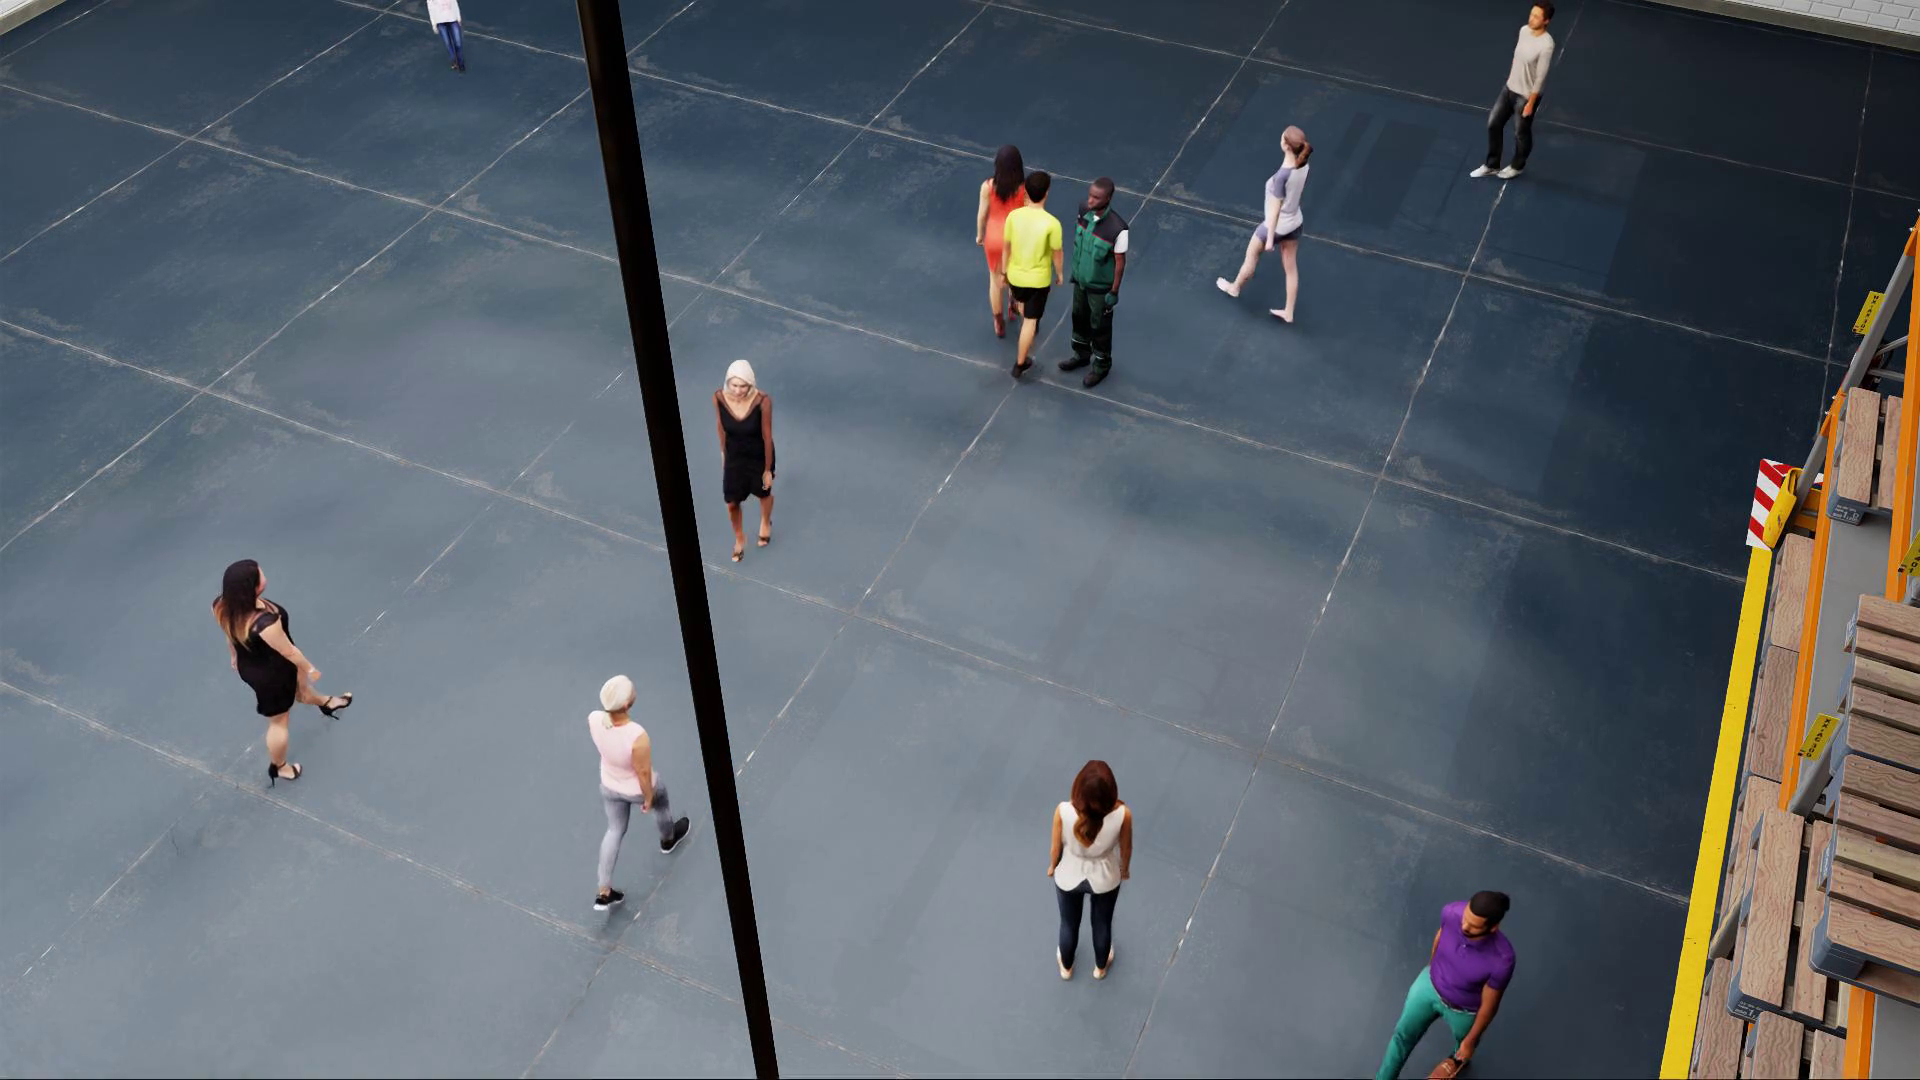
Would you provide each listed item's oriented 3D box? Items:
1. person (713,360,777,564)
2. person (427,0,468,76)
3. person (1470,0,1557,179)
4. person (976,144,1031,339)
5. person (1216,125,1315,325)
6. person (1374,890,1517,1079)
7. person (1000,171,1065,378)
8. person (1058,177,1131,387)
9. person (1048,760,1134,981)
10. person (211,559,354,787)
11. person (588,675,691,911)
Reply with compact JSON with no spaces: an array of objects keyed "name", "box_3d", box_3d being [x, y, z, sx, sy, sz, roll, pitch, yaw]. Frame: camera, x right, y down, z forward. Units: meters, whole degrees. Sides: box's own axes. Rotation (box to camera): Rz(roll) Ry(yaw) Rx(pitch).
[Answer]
[{"name":"person","box_3d":[-1.444,-0.636,11.671,0.671,1.724,0.751,8,44,8]},{"name":"person","box_3d":[-5.294,-5.382,17.107,0.623,1.098,0.689,-12,45,-12]},{"name":"person","box_3d":[5.258,-4.136,15.292,0.965,1.798,0.904,-16,46,-16]},{"name":"person","box_3d":[0.370,-2.366,13.502,0.755,1.704,0.797,-4,44,-4]},{"name":"person","box_3d":[2.704,-2.531,13.654,1.040,1.734,0.940,-29,51,-27]},{"name":"person","box_3d":[2.627,2.316,8.565,1.147,1.735,0.979,-26,49,-25]},{"name":"person","box_3d":[0.522,-2.065,13.216,0.633,1.662,1.054,16,46,16]},{"name":"person","box_3d":[1.070,-2.049,13.071,0.760,1.840,0.773,-31,51,-28]},{"name":"person","box_3d":[0.696,1.828,9.042,0.663,1.784,0.640,3,44,3]},{"name":"person","box_3d":[-4.261,0.861,10.130,0.769,1.683,1.032,23,48,23]},{"name":"person","box_3d":[-1.944,1.447,9.503,0.582,1.699,1.086,15,46,15]}]
